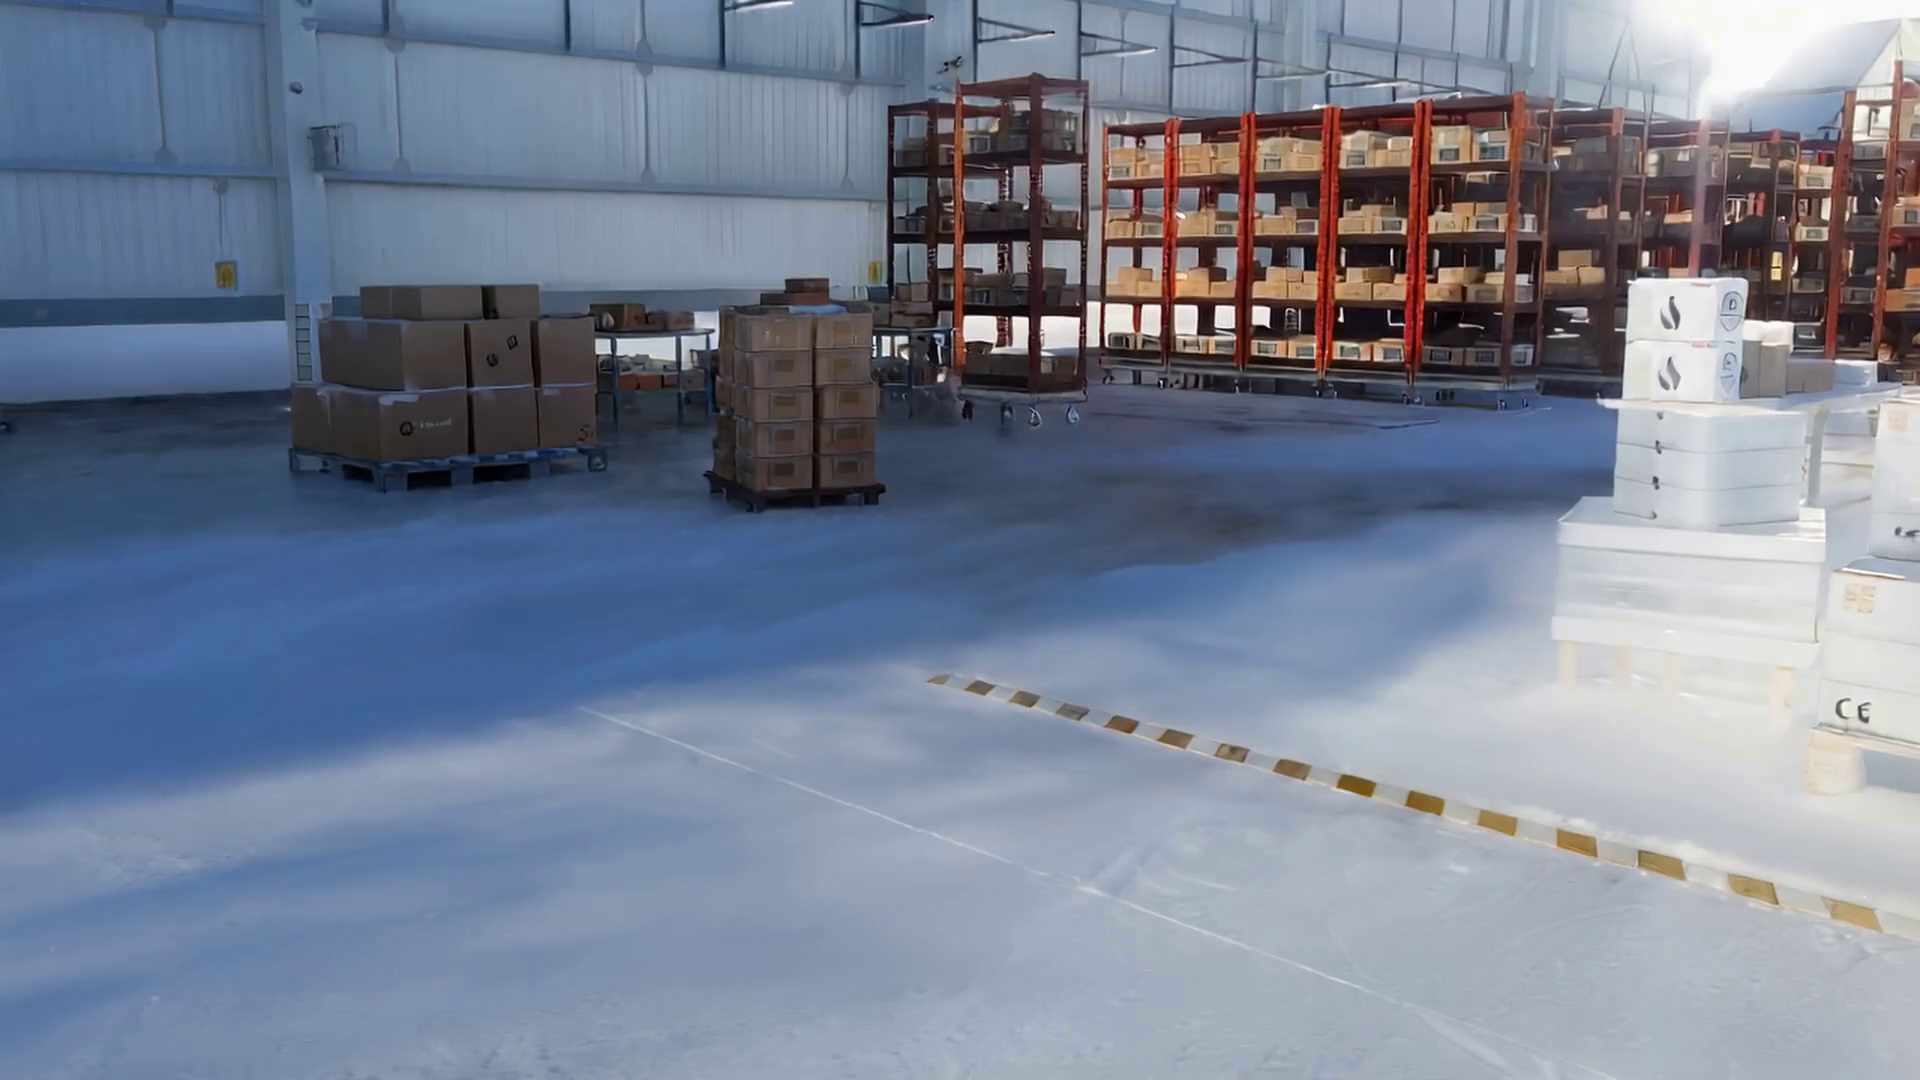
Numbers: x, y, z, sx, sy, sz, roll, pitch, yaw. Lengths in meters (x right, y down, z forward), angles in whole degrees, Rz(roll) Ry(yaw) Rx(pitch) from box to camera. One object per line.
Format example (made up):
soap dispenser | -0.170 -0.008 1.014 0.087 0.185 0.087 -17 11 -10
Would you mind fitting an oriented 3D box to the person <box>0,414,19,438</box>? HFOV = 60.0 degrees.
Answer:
person | -9.551 -1.828 15.836 0.628 1.808 0.917 4 10 24
